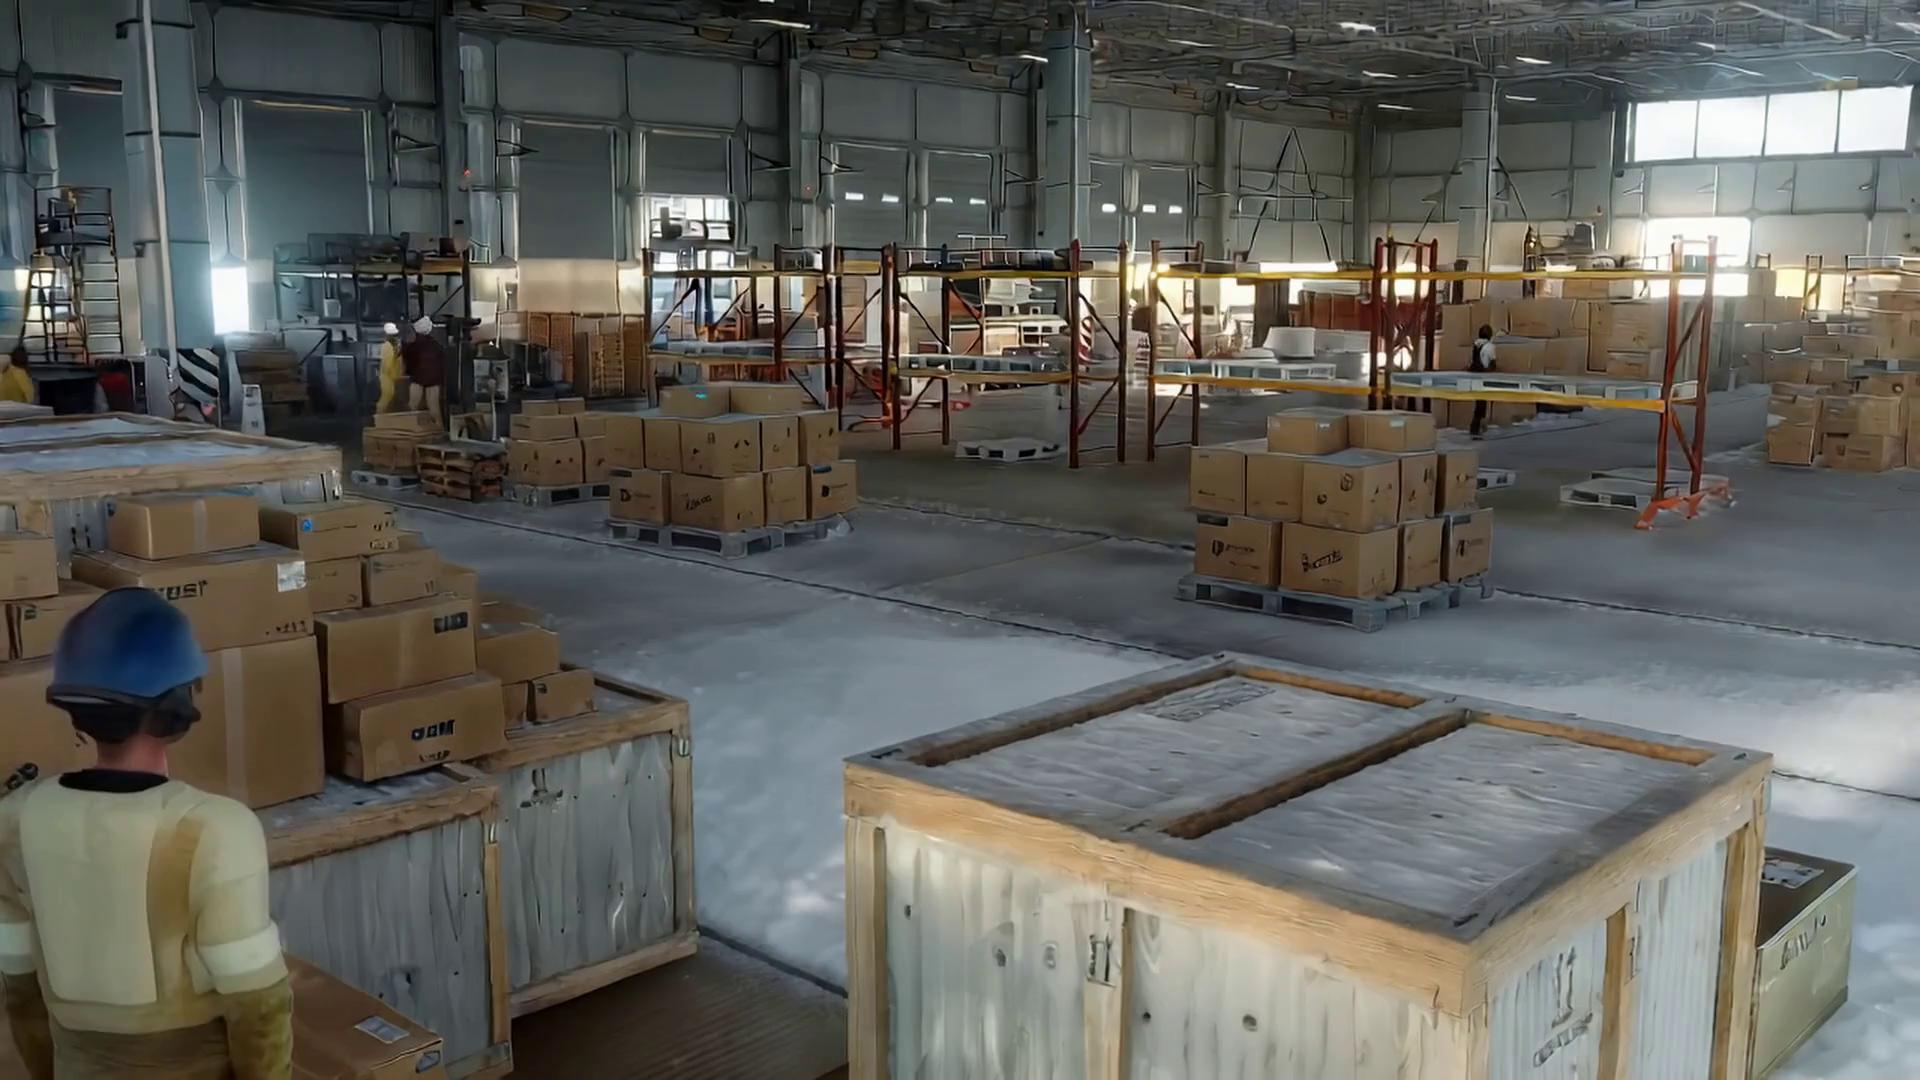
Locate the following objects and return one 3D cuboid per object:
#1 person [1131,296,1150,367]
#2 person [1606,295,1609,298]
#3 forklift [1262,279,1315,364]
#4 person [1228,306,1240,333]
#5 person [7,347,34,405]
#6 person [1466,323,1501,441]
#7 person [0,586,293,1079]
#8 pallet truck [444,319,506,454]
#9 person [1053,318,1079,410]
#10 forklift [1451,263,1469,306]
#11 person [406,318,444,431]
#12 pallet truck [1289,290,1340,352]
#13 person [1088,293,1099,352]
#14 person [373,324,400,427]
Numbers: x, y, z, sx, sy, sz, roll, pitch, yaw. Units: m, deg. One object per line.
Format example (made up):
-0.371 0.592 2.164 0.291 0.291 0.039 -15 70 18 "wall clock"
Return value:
4.947 -5.616 44.932 0.632 1.924 0.671 -3 10 -16 "person"
18.192 -5.963 47.098 0.867 1.909 0.635 -4 10 -23 "person"
8.555 -6.090 44.881 1.873 2.768 1.129 9 13 43 "forklift"
7.871 -5.830 47.186 0.567 1.604 0.538 1 9 5 "person"
-12.253 -1.691 21.675 0.883 1.652 0.545 -8 12 -39 "person"
8.177 -2.446 25.806 0.801 1.811 0.525 -6 11 -31 "person"
-1.585 1.104 3.323 0.608 2.048 0.370 2 9 12 "person"
-6.981 -1.942 22.150 1.885 1.965 0.823 1 9 9 "pallet truck"
2.004 -3.309 31.344 0.486 1.737 0.321 0 9 2 "person"
13.960 -6.381 46.670 1.873 2.768 1.129 3 10 17 "forklift"
-7.988 -2.344 24.828 0.638 1.928 0.795 1 9 9 "person"
11.297 -6.951 52.861 1.885 1.965 0.823 -5 11 -29 "pallet truck"
4.077 -6.679 51.419 0.546 1.927 0.390 -6 11 -31 "person"
-9.677 -2.762 28.051 0.501 1.721 0.736 -3 10 -19 "person"
